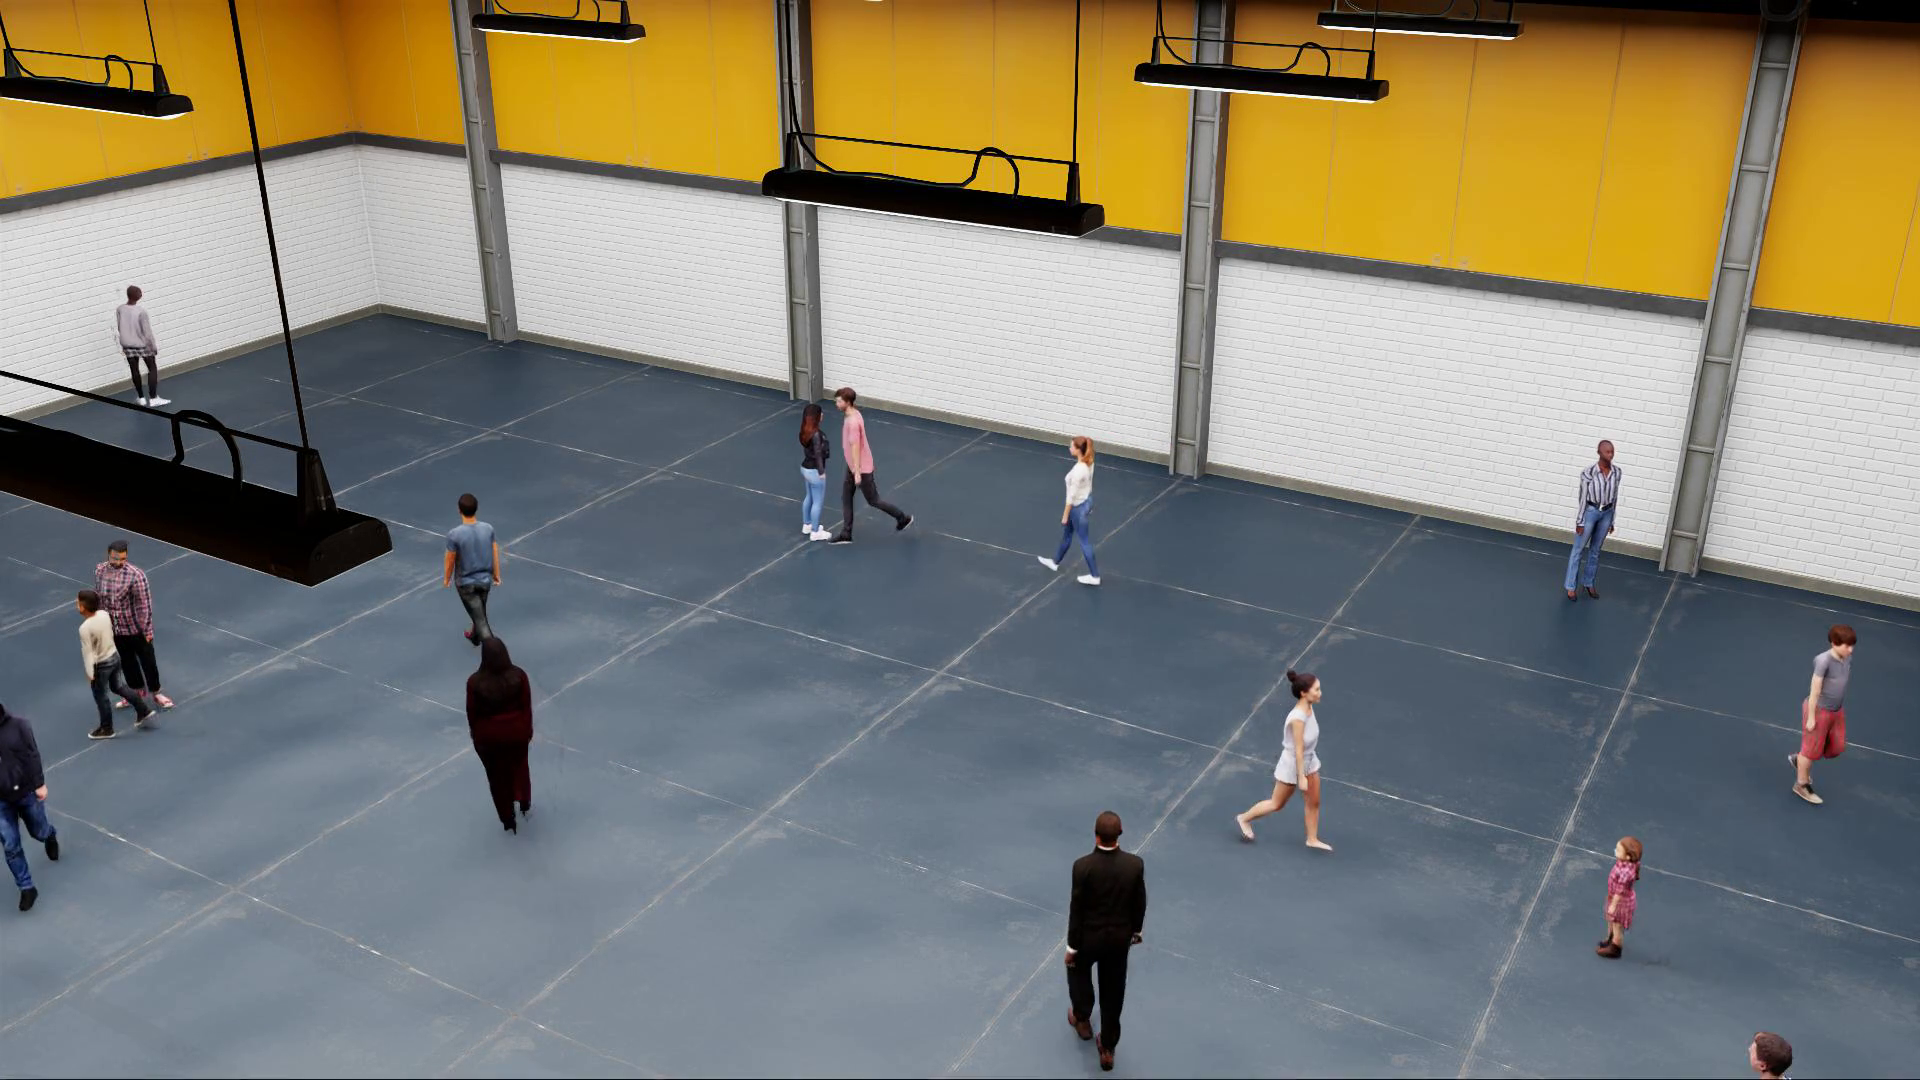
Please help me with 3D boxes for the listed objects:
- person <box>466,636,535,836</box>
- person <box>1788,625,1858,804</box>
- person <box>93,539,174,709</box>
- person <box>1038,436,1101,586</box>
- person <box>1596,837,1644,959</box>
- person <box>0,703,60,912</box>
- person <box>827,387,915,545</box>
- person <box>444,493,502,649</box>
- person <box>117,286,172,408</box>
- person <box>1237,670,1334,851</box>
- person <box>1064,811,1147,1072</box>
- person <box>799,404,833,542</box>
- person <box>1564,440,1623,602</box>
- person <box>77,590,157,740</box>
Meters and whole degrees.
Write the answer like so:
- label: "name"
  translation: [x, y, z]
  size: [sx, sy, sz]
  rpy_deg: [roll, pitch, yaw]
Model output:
- label: "person"
  translation: [-3.730, 1.647, 13.651]
  size: [0.809, 1.741, 0.856]
  rpy_deg: [-13, 27, -26]
- label: "person"
  translation: [7.329, 1.442, 14.249]
  size: [0.781, 1.637, 0.846]
  rpy_deg: [-8, 25, -18]
- label: "person"
  translation: [-7.802, 0.783, 15.629]
  size: [0.648, 1.740, 0.871]
  rpy_deg: [12, 26, 25]
- label: "person"
  translation: [1.382, -0.300, 18.171]
  size: [1.043, 1.688, 0.739]
  rpy_deg: [9, 25, 19]
- label: "person"
  translation: [4.919, 2.650, 12.262]
  size: [0.456, 1.017, 0.451]
  rpy_deg: [8, 25, 18]
- label: "person"
  translation: [-7.330, 1.903, 12.900]
  size: [1.061, 1.874, 1.150]
  rpy_deg: [-7, 25, -17]
- label: "person"
  translation: [-1.040, -0.834, 19.129]
  size: [1.262, 1.901, 1.212]
  rpy_deg: [-6, 24, -13]
- label: "person"
  translation: [-4.742, 0.450, 16.362]
  size: [0.868, 1.764, 1.232]
  rpy_deg: [-21, 31, -39]
- label: "person"
  translation: [-11.790, -2.767, 23.734]
  size: [0.716, 1.754, 0.892]
  rpy_deg: [-5, 24, -11]
- label: "person"
  translation: [2.656, 1.811, 13.479]
  size: [0.999, 1.578, 0.571]
  rpy_deg: [13, 27, 26]
- label: "person"
  translation: [0.966, 2.706, 11.052]
  size: [0.978, 1.882, 1.029]
  rpy_deg: [-3, 24, -7]
- label: "person"
  translation: [-1.704, -0.804, 19.397]
  size: [0.771, 1.630, 0.684]
  rpy_deg: [-10, 25, -21]
- label: "person"
  translation: [6.805, -0.223, 17.861]
  size: [0.682, 1.796, 0.749]
  rpy_deg: [-5, 24, -12]
- label: "person"
  translation: [-7.757, 1.121, 15.212]
  size: [0.871, 1.455, 0.739]
  rpy_deg: [2, 24, 5]
